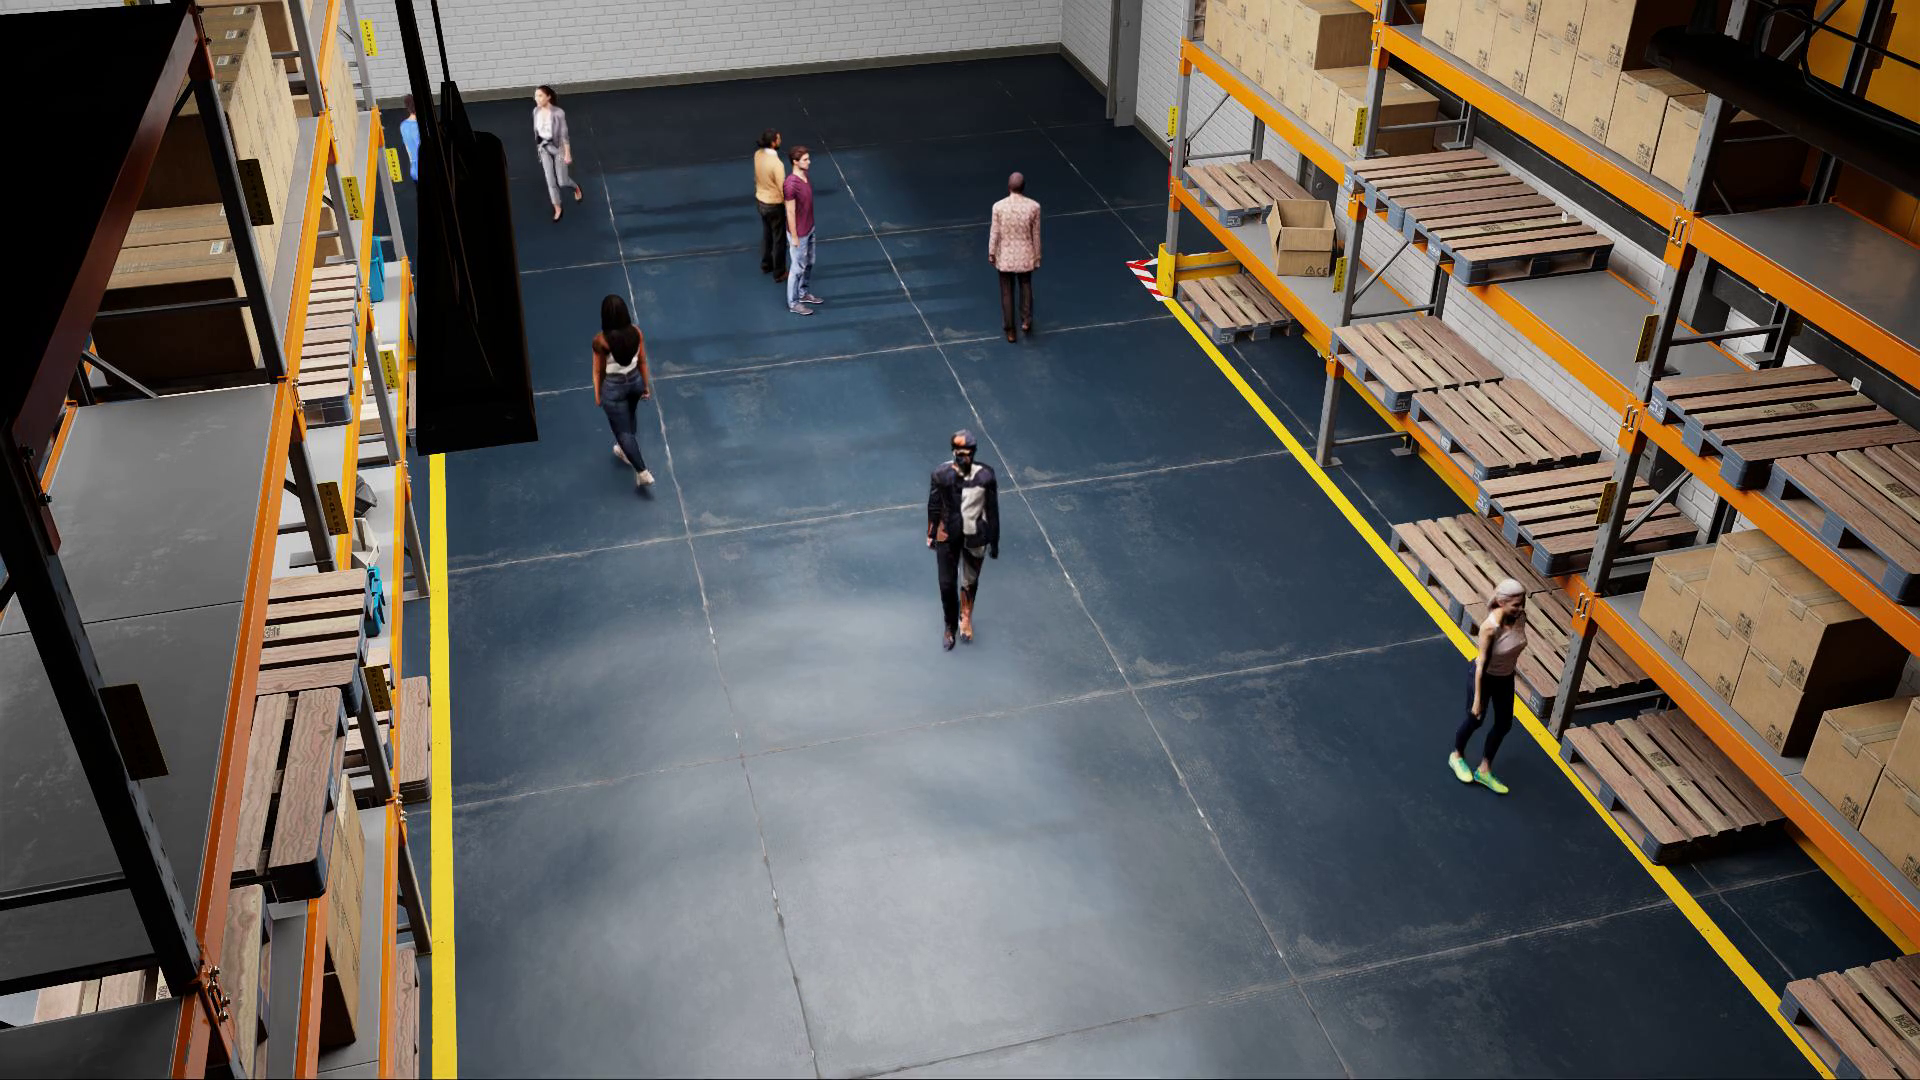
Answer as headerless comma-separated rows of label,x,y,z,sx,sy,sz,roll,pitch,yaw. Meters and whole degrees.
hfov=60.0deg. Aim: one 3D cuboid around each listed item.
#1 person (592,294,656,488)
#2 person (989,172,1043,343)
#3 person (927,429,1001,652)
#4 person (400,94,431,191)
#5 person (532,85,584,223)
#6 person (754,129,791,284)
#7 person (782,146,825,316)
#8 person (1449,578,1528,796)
person,-2.967,-1.293,14.786,0.913,1.776,1.226,-22,39,-29
person,0.576,-2.878,17.154,0.717,1.794,0.691,-5,34,-7
person,0.018,-0.066,12.847,0.782,1.880,0.750,-1,34,-2
person,-6.143,-4.117,18.971,0.802,1.846,0.859,16,37,23
person,-4.813,-4.649,19.939,0.847,1.661,0.926,13,36,18
person,-2.100,-3.701,18.435,0.848,1.747,0.729,-24,41,-32
person,-1.711,-3.342,17.803,0.787,1.850,0.667,9,35,13
person,3.620,0.947,11.496,0.756,1.687,0.813,-18,38,-25
